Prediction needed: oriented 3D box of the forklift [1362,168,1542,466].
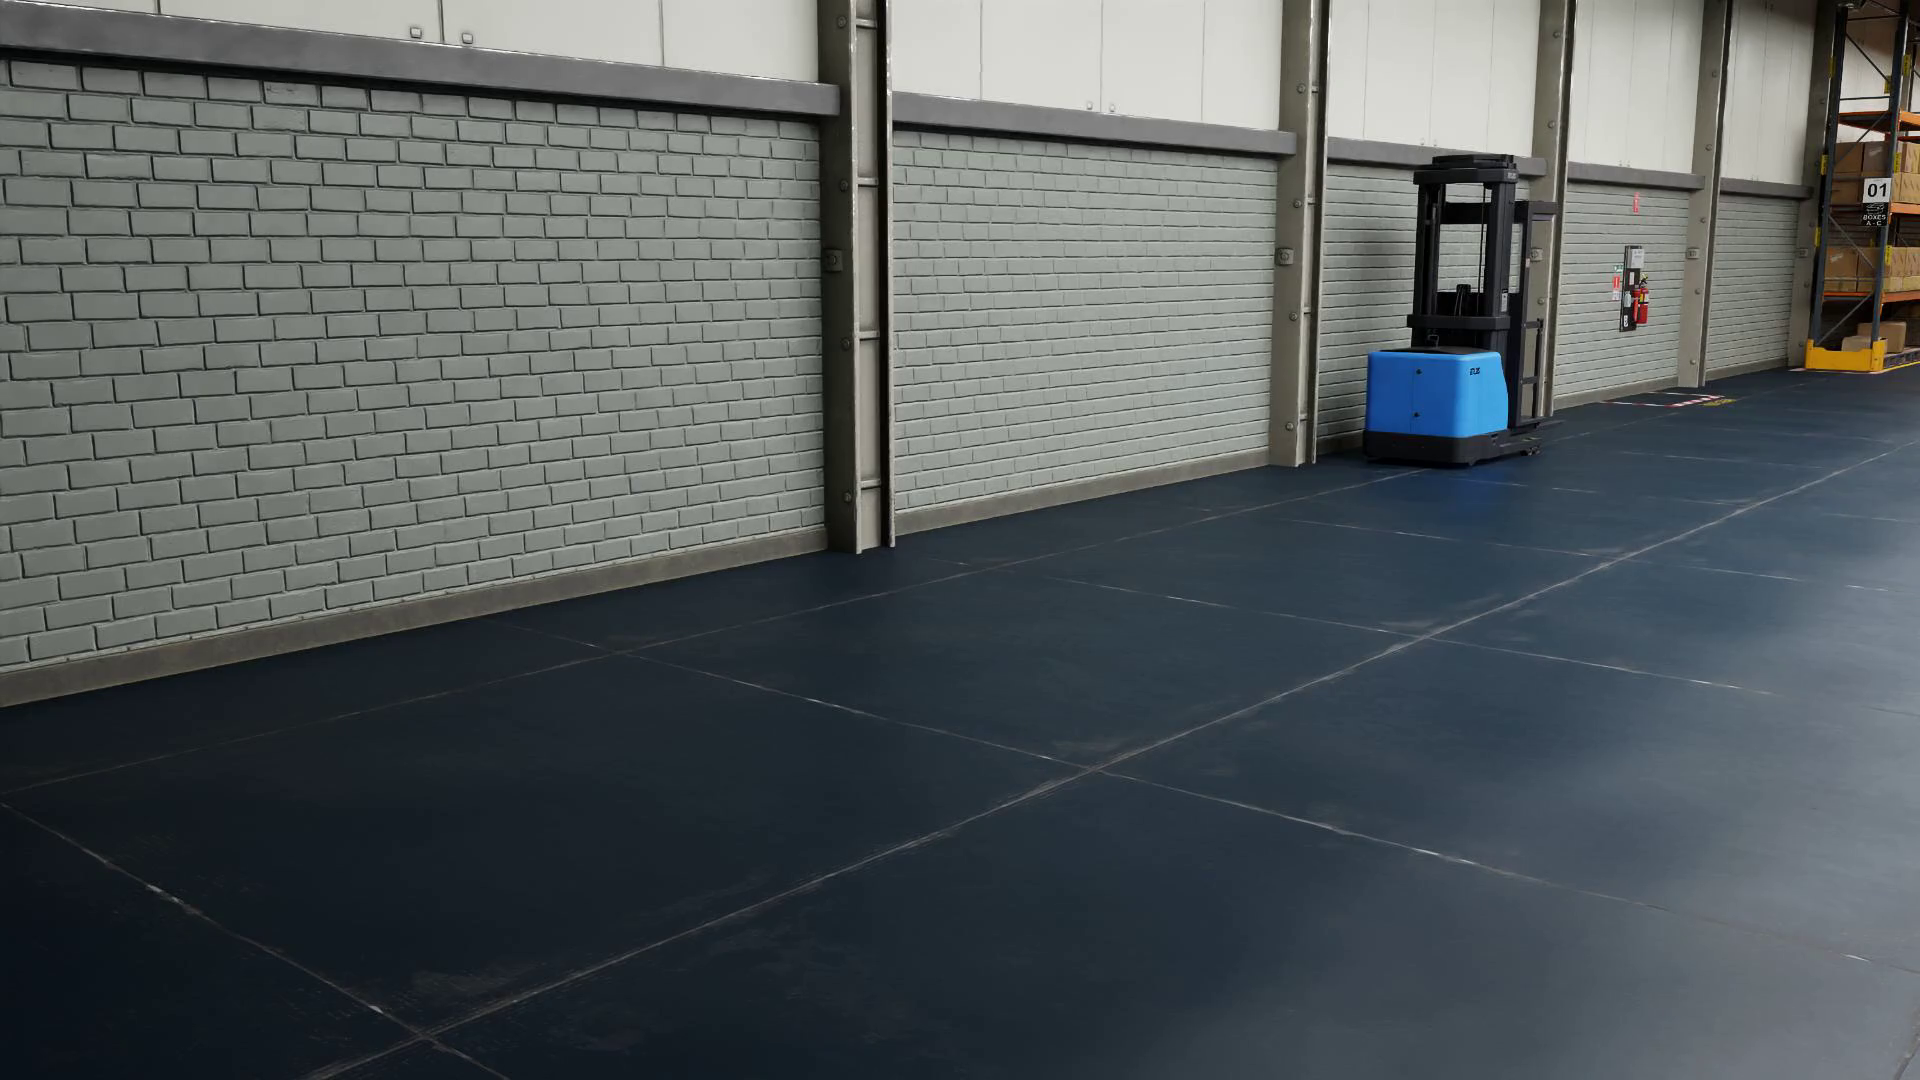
[{"bbox_3d":[4.875,-2.212,16.287,1.129,2.768,1.873,8,13,40],"label":"forklift"}]
